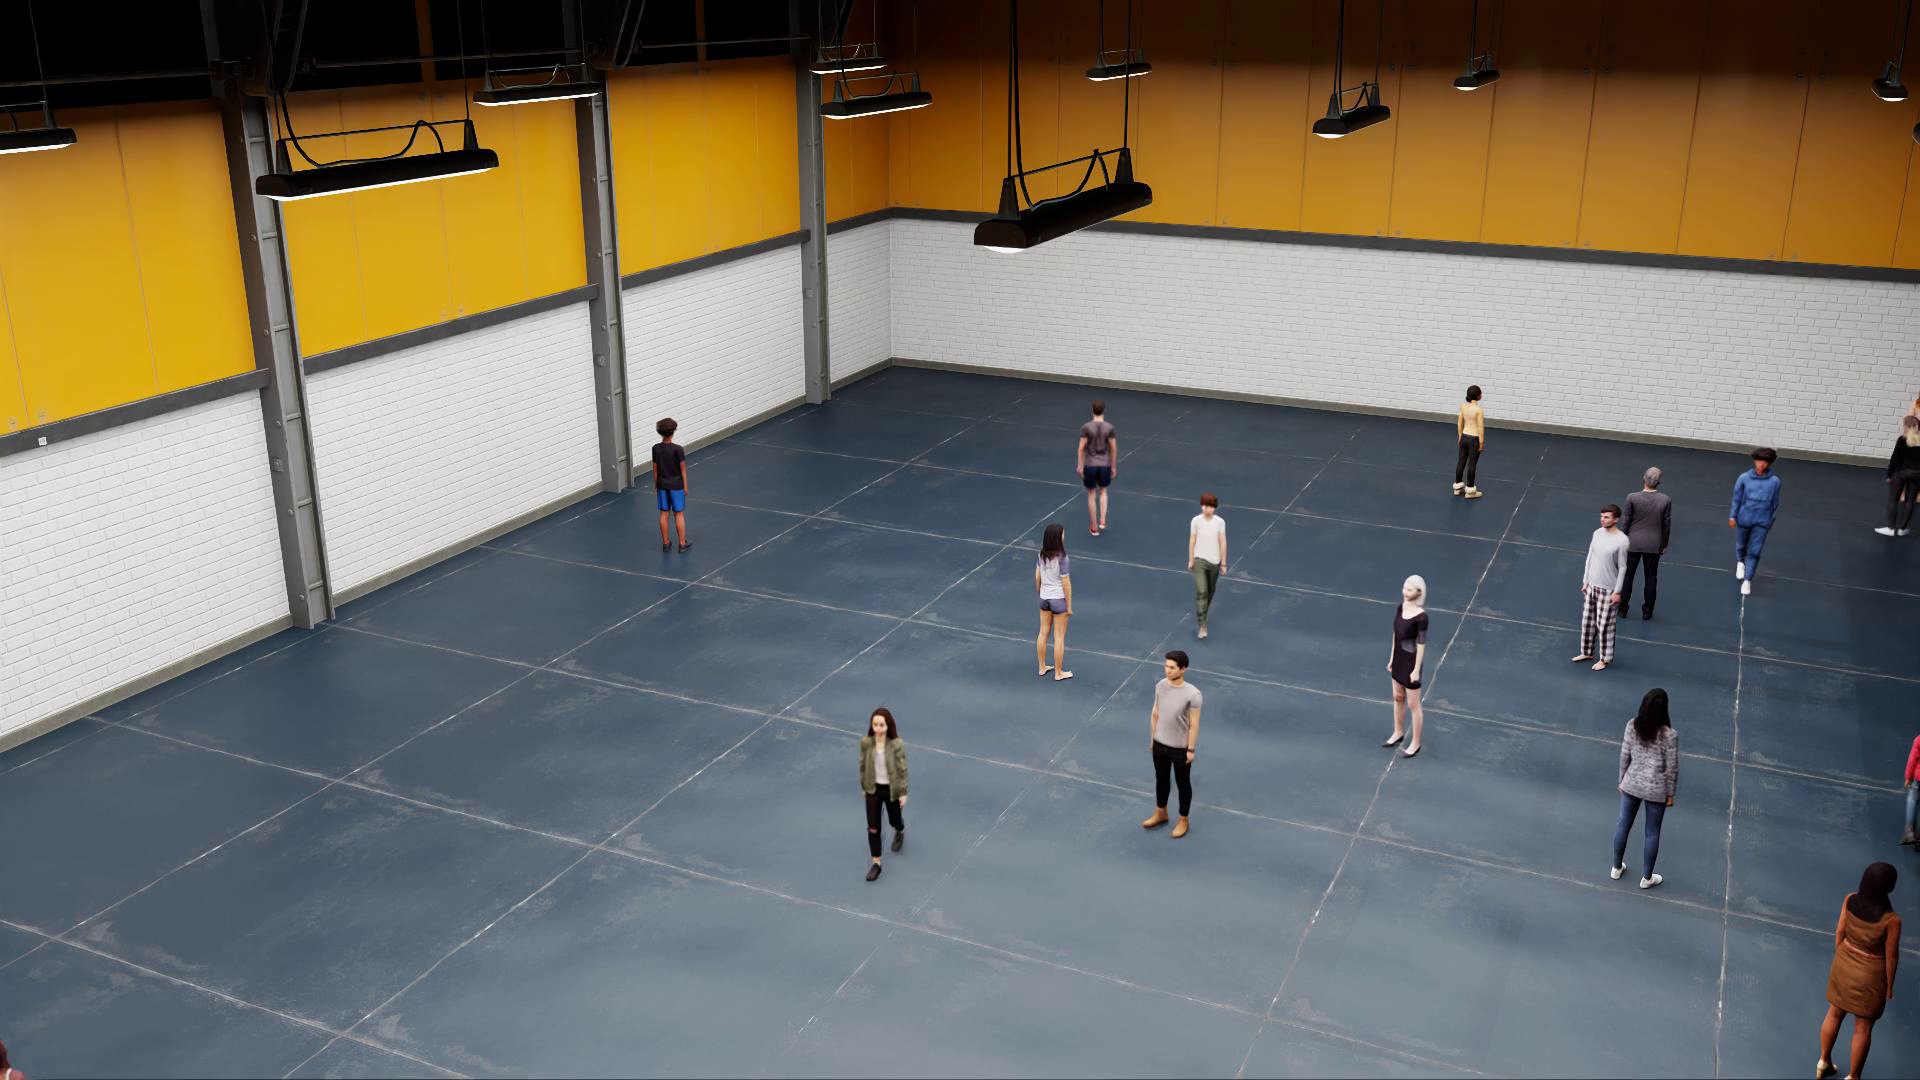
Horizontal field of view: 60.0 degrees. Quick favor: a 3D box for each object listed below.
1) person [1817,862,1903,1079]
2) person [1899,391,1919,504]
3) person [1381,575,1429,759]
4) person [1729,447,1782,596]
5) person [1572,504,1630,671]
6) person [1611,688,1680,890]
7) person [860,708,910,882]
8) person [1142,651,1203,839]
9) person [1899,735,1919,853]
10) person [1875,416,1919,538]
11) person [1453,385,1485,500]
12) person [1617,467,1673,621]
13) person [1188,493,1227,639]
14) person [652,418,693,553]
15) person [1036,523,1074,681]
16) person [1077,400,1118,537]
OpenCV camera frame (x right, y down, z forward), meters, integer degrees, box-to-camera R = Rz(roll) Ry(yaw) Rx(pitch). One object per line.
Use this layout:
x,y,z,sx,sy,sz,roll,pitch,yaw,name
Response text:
6.030,2.918,11.144,0.685,1.688,0.650,-10,21,-26,person
13.785,-1.422,23.869,0.590,1.792,0.520,8,20,21,person
4.322,1.203,16.020,0.698,1.827,0.655,-9,21,-24,person
9.780,-0.280,20.501,0.700,1.778,1.146,9,21,26,person
7.006,0.494,18.094,0.734,1.847,0.712,-10,21,-28,person
5.650,2.028,13.717,0.667,1.733,0.623,16,24,40,person
-0.615,2.085,13.990,0.714,1.451,0.994,4,19,12,person
1.877,1.756,14.543,0.663,1.722,0.617,16,24,39,person
8.295,2.083,14.222,0.509,1.307,0.571,8,20,23,person
12.788,-0.851,22.380,0.749,1.660,0.688,8,20,23,person
7.406,-1.443,24.139,0.712,1.660,0.684,-13,22,-33,person
8.008,0.029,19.483,0.751,1.842,0.662,5,19,14,person
2.854,0.248,19.186,0.856,1.616,1.186,2,19,5,person
-3.797,-0.721,21.787,0.663,1.792,0.654,3,19,7,person
1.006,0.647,17.818,0.644,1.734,0.603,16,25,40,person
1.850,-0.944,22.377,0.789,1.838,0.821,-2,19,-7,person
